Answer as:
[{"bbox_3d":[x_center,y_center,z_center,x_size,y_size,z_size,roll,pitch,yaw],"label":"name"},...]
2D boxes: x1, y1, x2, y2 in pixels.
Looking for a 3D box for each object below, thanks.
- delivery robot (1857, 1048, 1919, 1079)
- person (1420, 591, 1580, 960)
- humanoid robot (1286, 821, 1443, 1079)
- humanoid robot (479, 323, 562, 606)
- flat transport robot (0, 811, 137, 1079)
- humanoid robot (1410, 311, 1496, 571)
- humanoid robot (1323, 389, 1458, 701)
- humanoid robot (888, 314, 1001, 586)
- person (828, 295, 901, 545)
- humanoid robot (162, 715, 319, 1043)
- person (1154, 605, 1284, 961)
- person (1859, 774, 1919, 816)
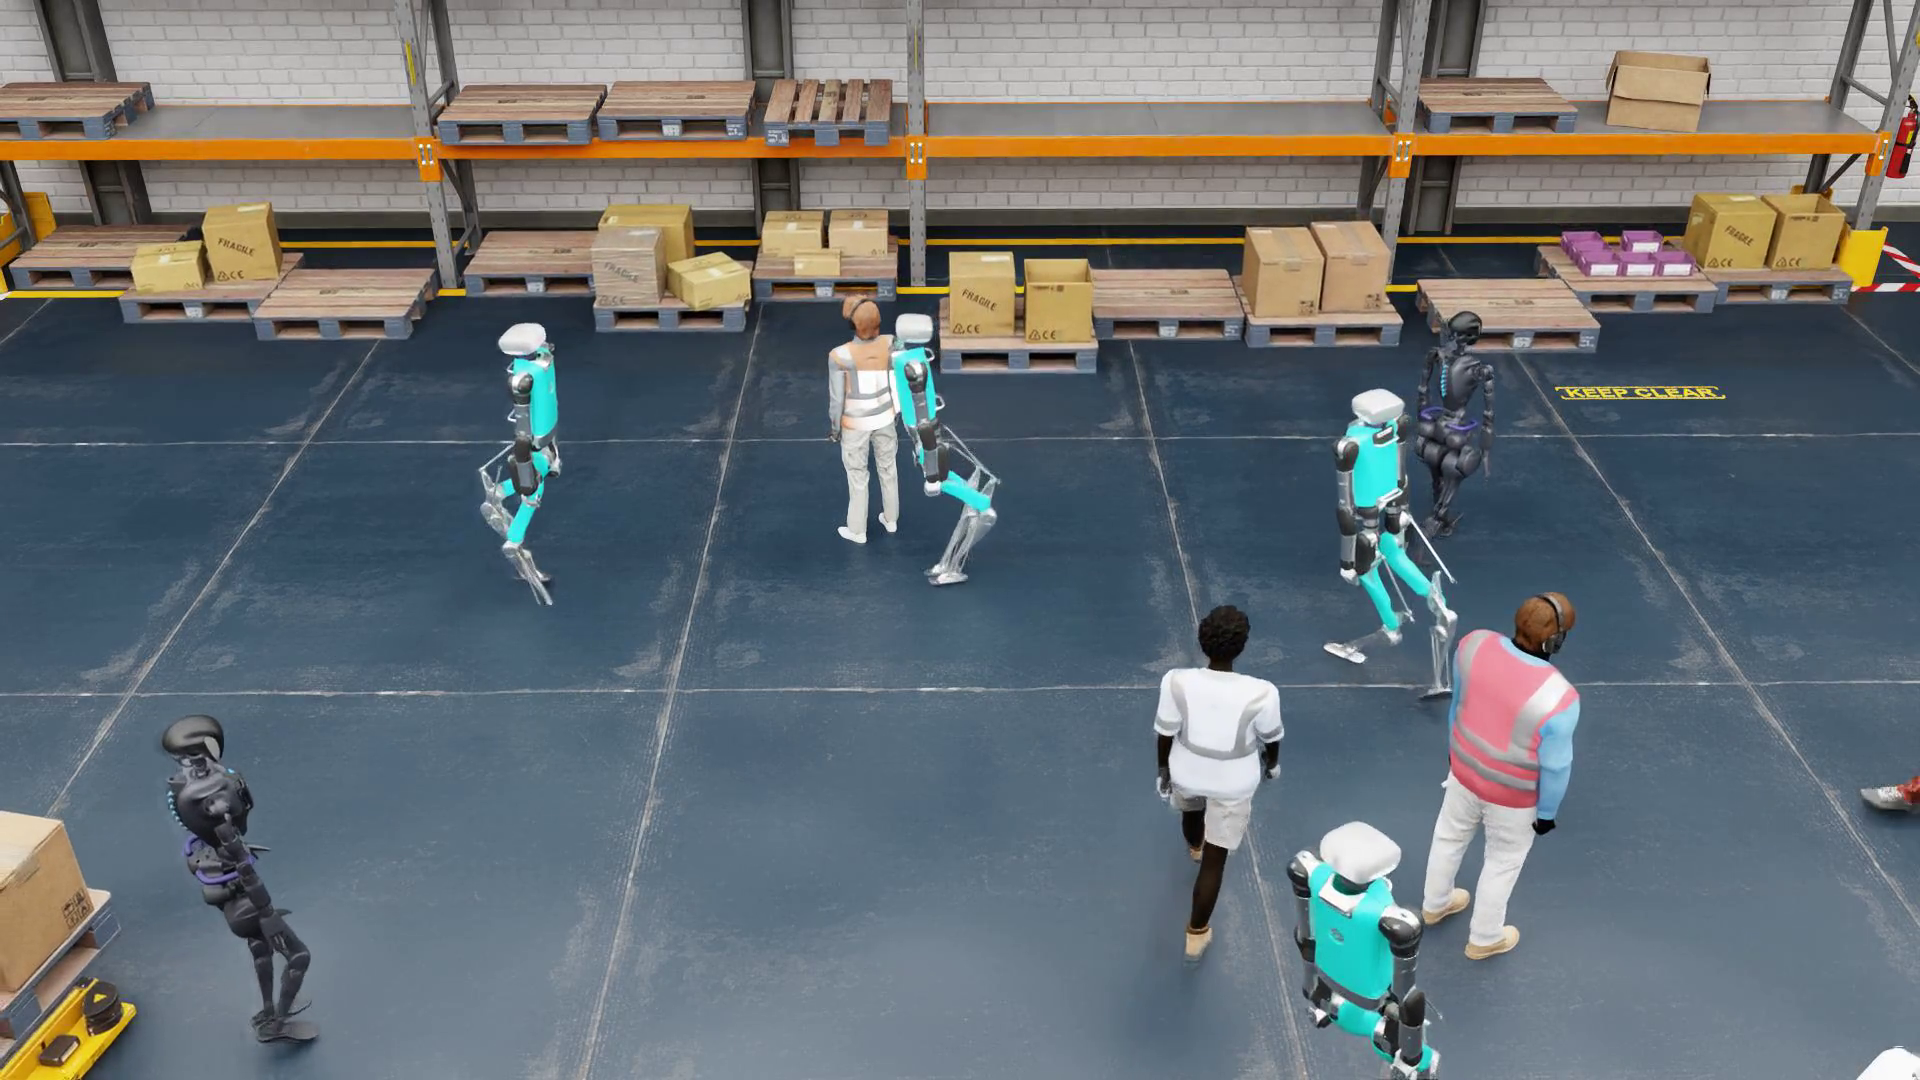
[{"bbox_3d":[3.502,2.281,6.324,0.767,0.583,0.499,-23,38,-33],"label":"delivery robot"},{"bbox_3d":[2.348,1.019,7.203,0.433,1.836,0.624,-18,36,-28],"label":"person"},{"bbox_3d":[1.592,1.698,6.181,0.833,1.798,0.592,-24,39,-34],"label":"humanoid robot"},{"bbox_3d":[-2.630,-0.417,9.706,0.775,1.804,0.544,3,31,5],"label":"humanoid robot"},{"bbox_3d":[-4.307,2.058,6.985,1.431,0.231,0.659,7,32,11],"label":"flat transport robot"},{"bbox_3d":[3.025,-0.620,10.106,0.750,1.625,0.584,-22,37,-32],"label":"humanoid robot"},{"bbox_3d":[2.393,0.135,8.792,0.563,1.757,0.997,-23,38,-33],"label":"humanoid robot"},{"bbox_3d":[-0.032,-0.513,9.817,0.759,1.759,0.541,-6,31,-9],"label":"humanoid robot"},{"bbox_3d":[-0.576,-0.736,10.299,0.516,1.645,0.306,-19,36,-28],"label":"person"},{"bbox_3d":[-2.927,1.370,6.760,0.335,1.656,0.589,-21,37,-31],"label":"humanoid robot"},{"bbox_3d":[1.149,1.004,7.398,0.545,1.647,0.902,13,33,20],"label":"person"},{"bbox_3d":[4.973,0.565,7.951,0.995,1.823,0.579,5,31,8],"label":"person"}]
